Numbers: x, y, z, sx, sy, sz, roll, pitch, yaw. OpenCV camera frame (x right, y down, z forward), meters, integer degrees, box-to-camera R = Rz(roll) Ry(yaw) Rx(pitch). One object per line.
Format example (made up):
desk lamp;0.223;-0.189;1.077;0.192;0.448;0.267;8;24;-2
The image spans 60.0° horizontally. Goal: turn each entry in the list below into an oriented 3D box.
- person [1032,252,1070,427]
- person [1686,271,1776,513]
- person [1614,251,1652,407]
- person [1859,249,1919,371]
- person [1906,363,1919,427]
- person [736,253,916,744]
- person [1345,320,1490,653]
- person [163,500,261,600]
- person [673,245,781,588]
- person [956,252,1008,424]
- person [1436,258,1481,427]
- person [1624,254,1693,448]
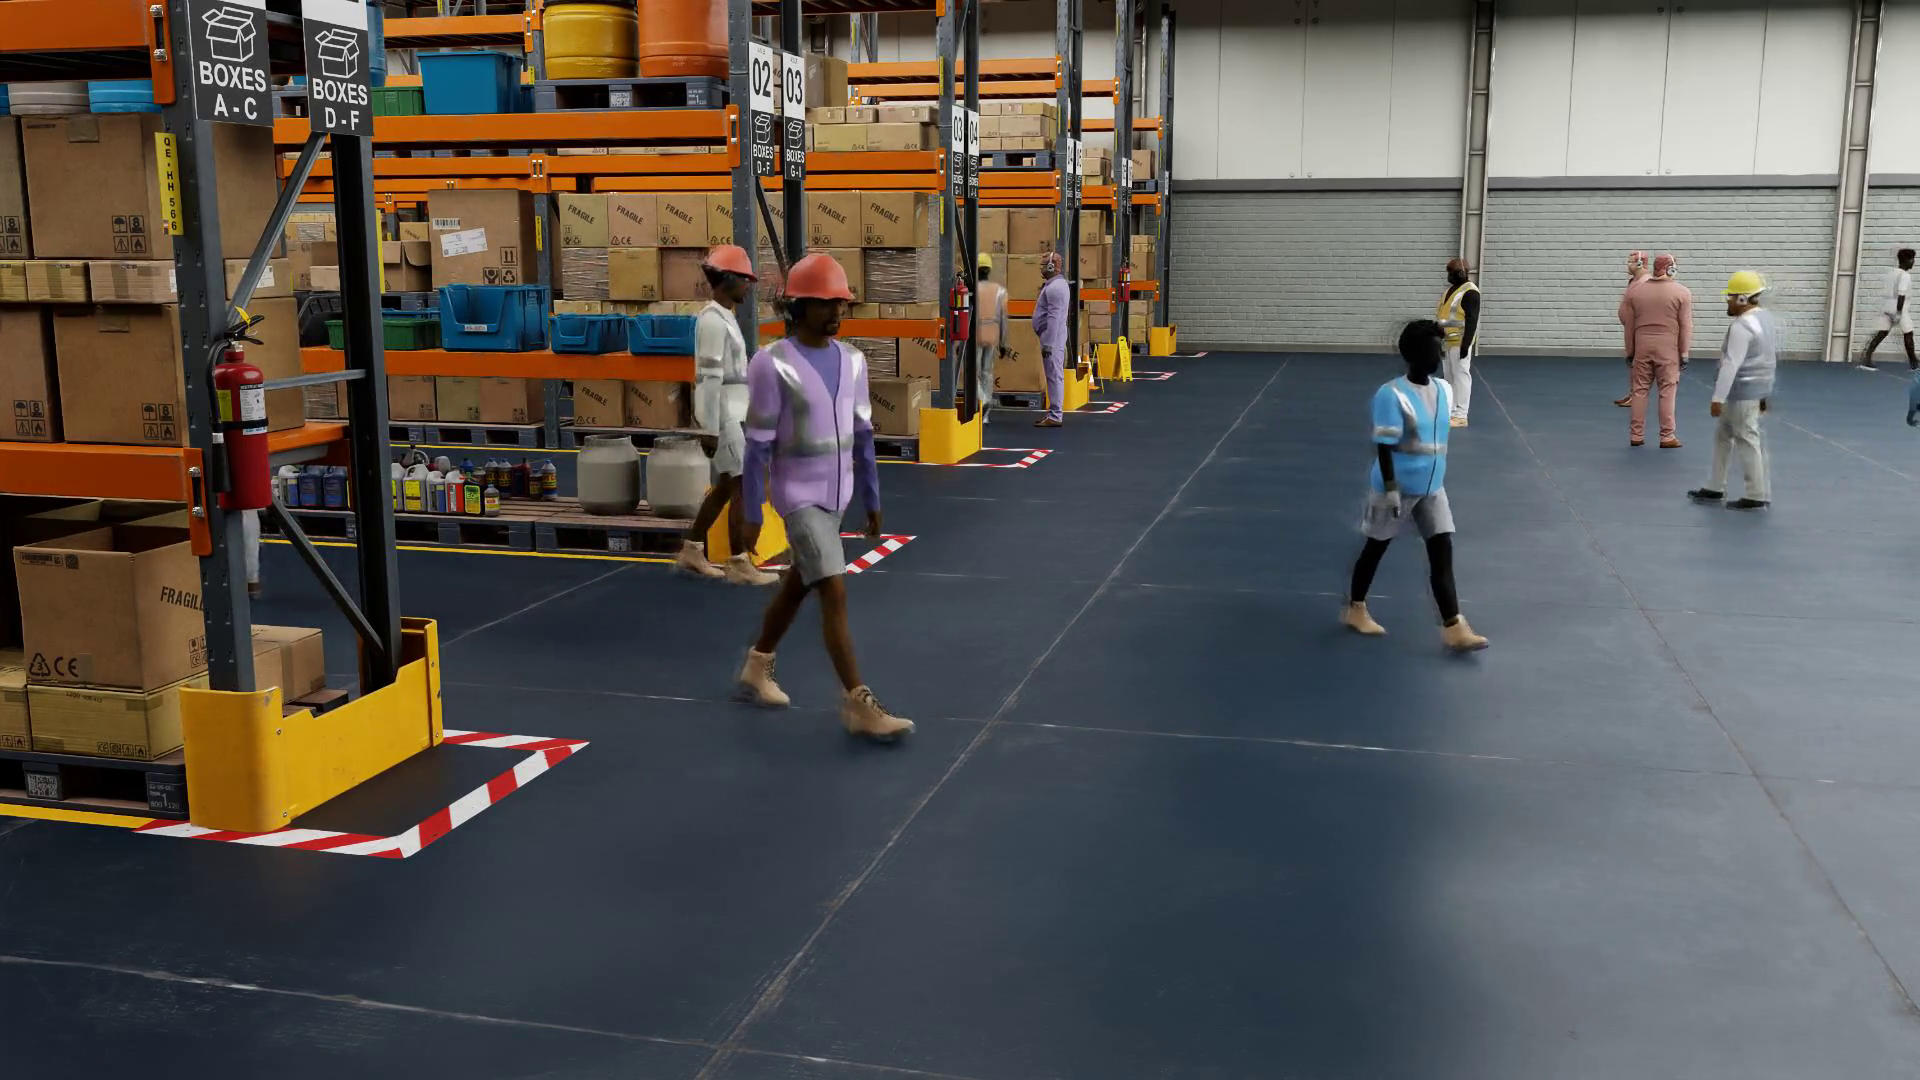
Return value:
person;0.991;-2.189;18.239;0.410;1.908;0.643;1;10;8
person;5.827;-1.127;12.619;0.760;1.801;0.618;9;14;41
person;8.295;-2.588;20.450;0.399;1.908;0.643;3;11;17
person;14.650;-3.585;25.985;1.024;1.916;0.609;0;10;0
person;7.228;-0.931;12.144;0.536;1.589;0.888;2;10;10
person;-0.613;-0.194;6.965;1.074;1.992;0.623;8;13;39
person;2.272;-0.274;8.320;0.548;1.647;0.865;-6;12;-30
person;-4.402;-0.611;9.494;0.926;1.901;0.661;4;11;22
person;-1.407;-0.731;9.873;0.672;2.011;0.623;-1;10;-5
person;0.246;-2.220;18.401;0.603;1.907;0.461;-3;11;-16
person;5.446;-2.166;18.297;0.429;1.843;0.621;-1;10;-8
person;6.902;-1.859;16.433;0.401;1.901;0.640;-10;14;-44
